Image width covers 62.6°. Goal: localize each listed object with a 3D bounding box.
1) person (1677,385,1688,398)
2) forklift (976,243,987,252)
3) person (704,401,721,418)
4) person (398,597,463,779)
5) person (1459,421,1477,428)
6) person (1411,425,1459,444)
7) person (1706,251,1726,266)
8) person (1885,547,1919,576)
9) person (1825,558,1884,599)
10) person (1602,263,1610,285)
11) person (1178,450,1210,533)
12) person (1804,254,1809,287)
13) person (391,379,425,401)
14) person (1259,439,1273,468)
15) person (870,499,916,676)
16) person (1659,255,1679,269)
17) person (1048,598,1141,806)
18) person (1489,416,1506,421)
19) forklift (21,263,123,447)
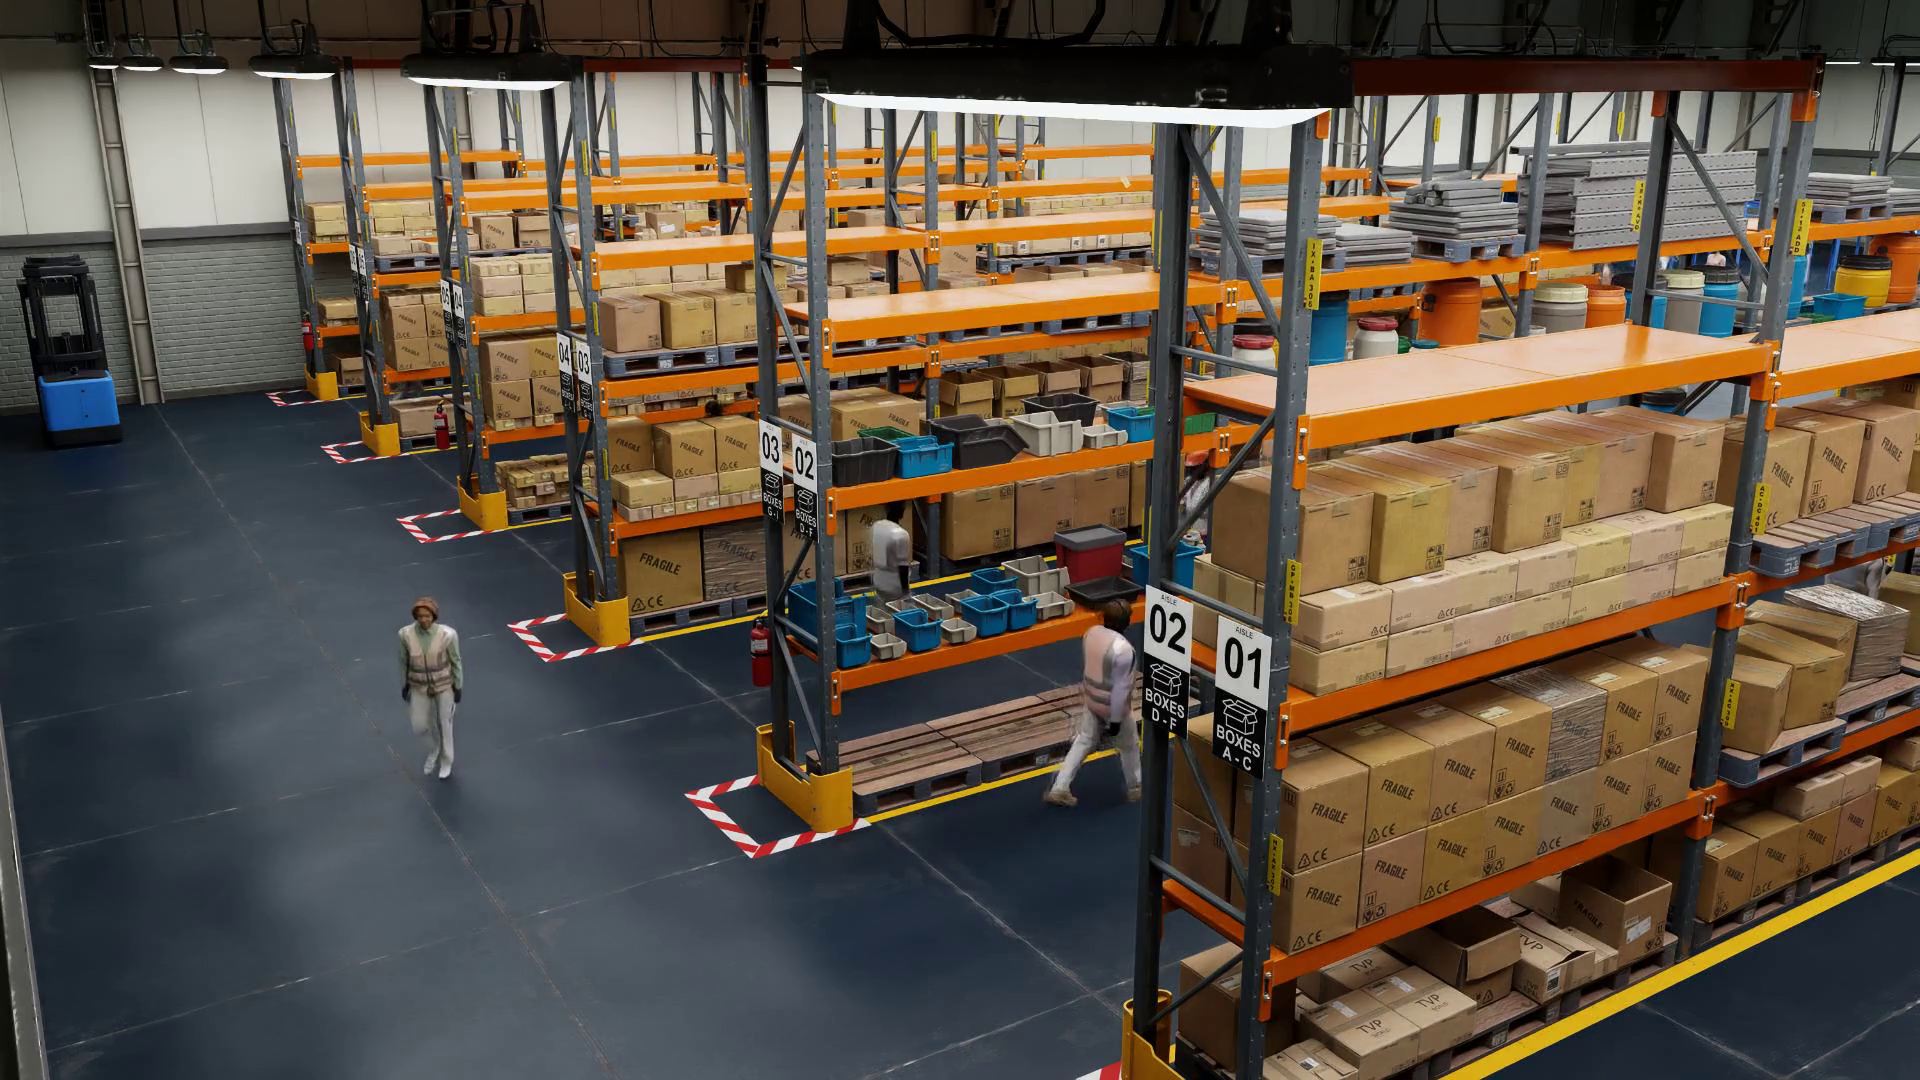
[{"bbox_3d":[10.646,-2.005,23.820,0.581,1.867,0.425,7,18,23],"label":"person"},{"bbox_3d":[0.988,-5.474,34.718,1.214,2.155,2.313,-10,20,-31],"label":"forklift"},{"bbox_3d":[-3.006,-0.850,19.992,0.599,1.893,0.647,11,20,32],"label":"person"},{"bbox_3d":[-4.509,1.270,13.480,0.543,1.623,0.373,-2,17,-5],"label":"person"},{"bbox_3d":[6.788,-1.278,21.432,0.965,1.893,0.555,-9,19,-28],"label":"person"},{"bbox_3d":[6.066,-0.970,20.223,0.612,1.990,0.392,0,17,-2],"label":"person"},{"bbox_3d":[18.222,-6.336,38.196,0.314,1.769,0.525,-8,19,-25],"label":"person"},{"bbox_3d":[9.922,0.275,16.409,0.404,1.828,0.600,-9,19,-28],"label":"person"},{"bbox_3d":[8.654,0.616,15.287,0.404,1.833,0.589,-6,18,-20],"label":"person"},{"bbox_3d":[14.213,-5.396,34.925,0.801,1.879,0.649,4,17,14],"label":"person"},{"bbox_3d":[2.614,-0.116,17.604,1.008,1.879,0.571,-8,19,-24],"label":"person"},{"bbox_3d":[19.700,-6.122,37.244,0.534,1.908,0.622,16,23,42],"label":"person"},{"bbox_3d":[-9.318,-2.842,26.497,0.859,1.919,0.597,-12,21,-35],"label":"person"},{"bbox_3d":[3.960,-0.820,19.837,0.375,1.929,0.585,-10,20,-30],"label":"person"},{"bbox_3d":[-0.630,0.425,15.698,0.457,1.953,0.645,-12,21,-34],"label":"person"},{"bbox_3d":[18.957,-7.629,42.353,0.536,1.823,0.966,-3,17,-8],"label":"person"},{"bbox_3d":[1.170,1.345,12.978,0.967,1.798,0.629,-9,19,-28],"label":"person"},{"bbox_3d":[6.884,-0.911,20.408,0.328,1.769,0.526,-11,20,-31],"label":"person"},{"bbox_3d":[-14.518,-3.079,25.708,1.129,2.768,1.873,-10,20,-31],"label":"forklift"}]
